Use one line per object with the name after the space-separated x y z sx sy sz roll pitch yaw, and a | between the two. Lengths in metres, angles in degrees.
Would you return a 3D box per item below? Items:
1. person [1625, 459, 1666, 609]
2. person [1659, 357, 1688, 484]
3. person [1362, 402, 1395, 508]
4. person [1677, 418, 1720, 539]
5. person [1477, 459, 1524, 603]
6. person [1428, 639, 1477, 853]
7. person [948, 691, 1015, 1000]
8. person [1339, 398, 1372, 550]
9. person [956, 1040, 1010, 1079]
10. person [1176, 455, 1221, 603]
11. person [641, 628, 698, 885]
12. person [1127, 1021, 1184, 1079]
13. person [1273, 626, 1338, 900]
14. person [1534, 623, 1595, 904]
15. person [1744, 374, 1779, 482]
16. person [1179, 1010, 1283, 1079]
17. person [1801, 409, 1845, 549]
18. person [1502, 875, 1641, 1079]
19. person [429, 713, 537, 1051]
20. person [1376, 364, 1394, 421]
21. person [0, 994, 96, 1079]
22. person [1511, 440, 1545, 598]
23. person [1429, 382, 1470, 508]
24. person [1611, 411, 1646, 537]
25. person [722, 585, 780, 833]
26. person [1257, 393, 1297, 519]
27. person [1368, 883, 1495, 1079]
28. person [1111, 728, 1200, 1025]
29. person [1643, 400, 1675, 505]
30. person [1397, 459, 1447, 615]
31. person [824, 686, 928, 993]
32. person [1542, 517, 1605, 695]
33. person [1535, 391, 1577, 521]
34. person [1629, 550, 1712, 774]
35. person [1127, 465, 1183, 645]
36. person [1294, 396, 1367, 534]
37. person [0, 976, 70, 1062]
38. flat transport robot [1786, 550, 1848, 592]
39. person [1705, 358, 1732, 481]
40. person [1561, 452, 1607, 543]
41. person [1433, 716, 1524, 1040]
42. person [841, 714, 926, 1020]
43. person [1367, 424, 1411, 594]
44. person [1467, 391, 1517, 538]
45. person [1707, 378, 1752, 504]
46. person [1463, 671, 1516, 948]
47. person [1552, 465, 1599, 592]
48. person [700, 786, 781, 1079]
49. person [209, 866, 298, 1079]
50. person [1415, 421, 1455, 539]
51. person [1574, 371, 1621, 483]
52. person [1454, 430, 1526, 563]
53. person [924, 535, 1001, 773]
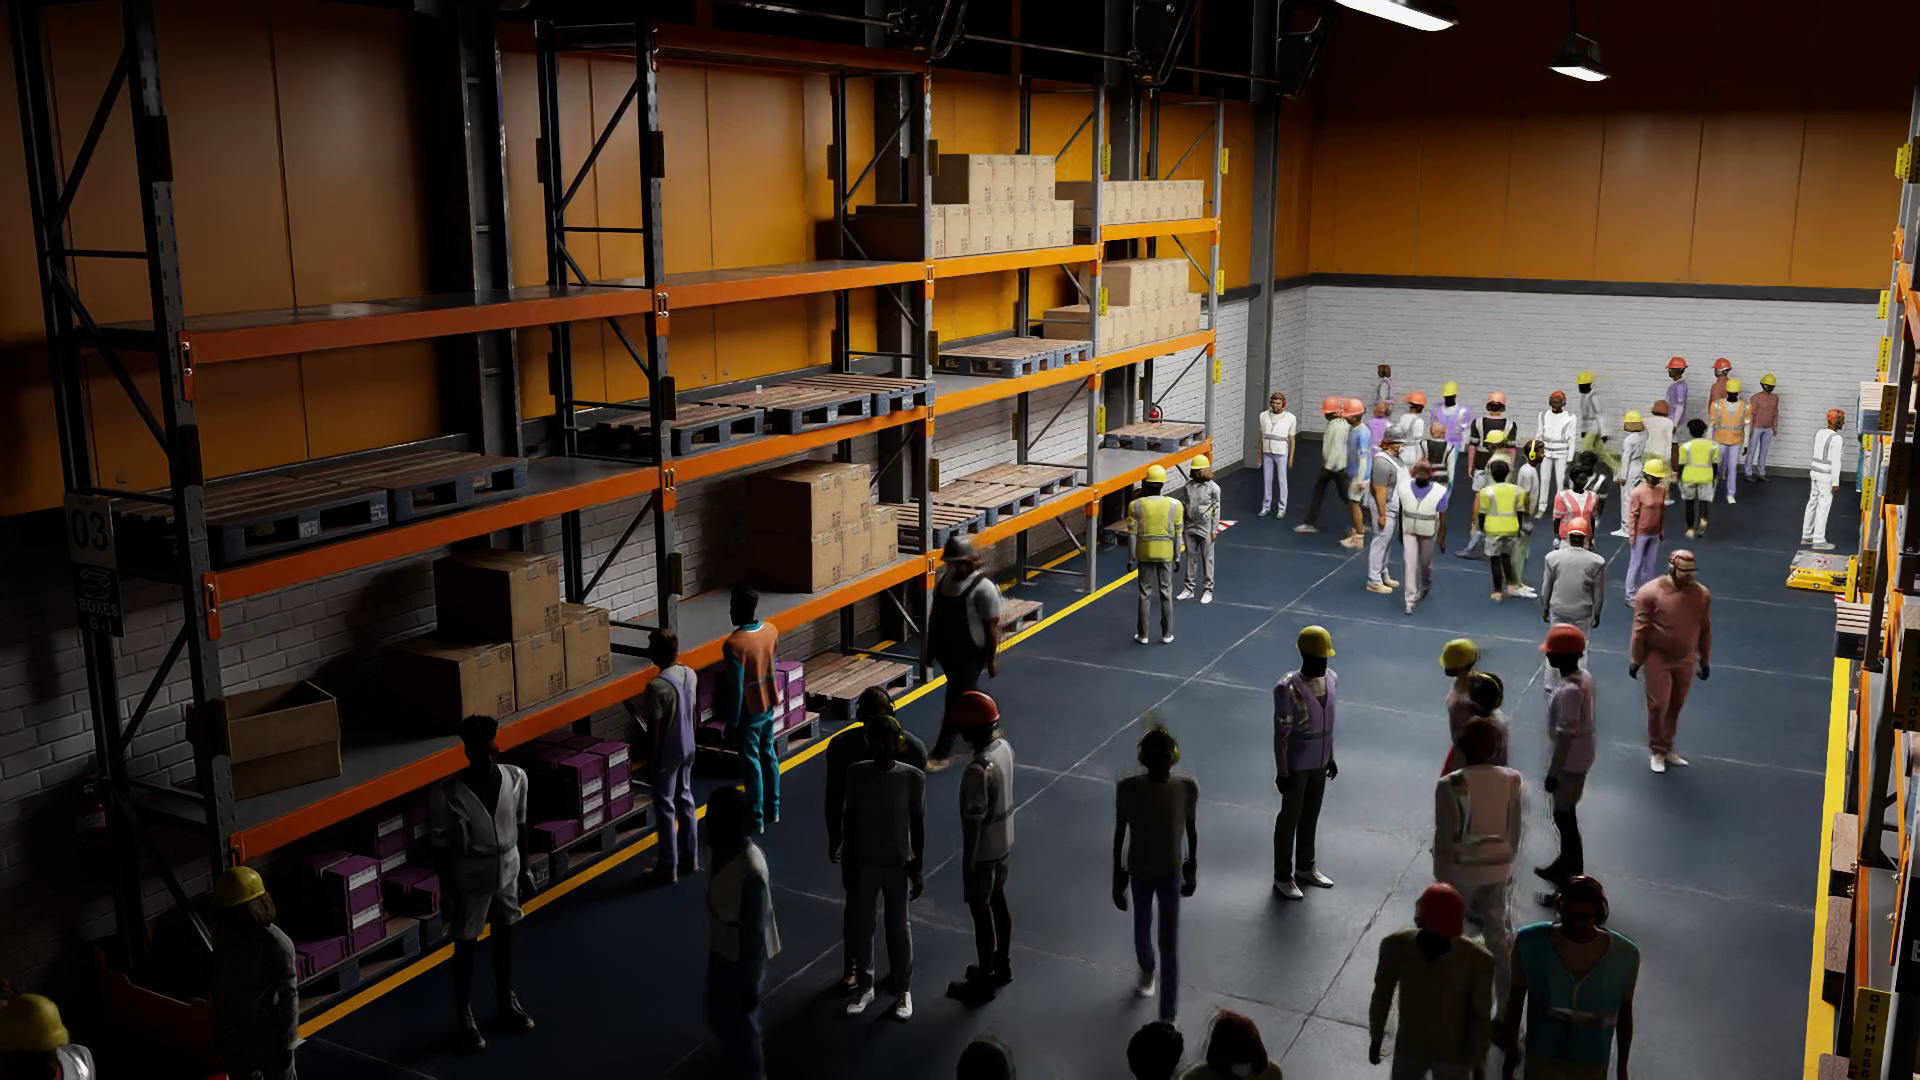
7.871 -0.066 19.060 0.527 1.752 0.338 -6 14 -25 | person
11.435 -1.918 26.687 0.377 2.045 0.605 4 13 17 | person
6.208 -1.235 24.577 0.367 1.621 0.545 -12 17 -42 | person
10.016 -0.817 22.588 0.546 1.667 0.480 3 13 13 | person
6.292 -0.102 19.394 0.533 1.676 0.405 -2 13 -10 | person
3.664 1.528 11.969 0.591 1.725 0.540 1 13 3 | person
0.125 1.845 10.107 0.385 1.929 0.543 5 14 23 | person
5.237 -0.883 22.105 0.447 2.028 0.696 0 13 1 | person
0.120 2.737 6.443 0.501 1.792 1.005 3 13 15 | person
2.779 -0.133 19.374 0.493 1.743 0.297 9 16 36 | person
-2.054 1.520 11.783 0.357 1.835 0.516 6 14 26 | person
0.764 2.728 6.672 0.536 1.696 0.318 5 14 23 | person
2.416 1.521 11.555 0.594 1.925 0.368 -10 16 -37 | person
4.221 1.518 11.554 0.487 1.938 0.760 7 14 28 | person
12.951 -1.804 26.820 0.524 1.763 0.339 -3 13 -13 | person
1.074 2.669 7.157 0.534 1.599 0.669 -5 13 -20 | person
11.523 -0.817 22.153 0.355 1.876 0.574 0 13 -1 | person
2.835 2.408 7.773 0.567 1.841 0.377 3 13 15 | person
-2.736 1.938 9.598 0.607 1.966 0.374 -12 17 -42 | person
7.441 -2.264 29.181 0.319 1.631 0.514 5 13 20 | person
-3.663 2.662 6.681 0.403 1.825 0.592 6 14 25 | person
6.722 -0.266 19.683 0.333 1.873 0.520 4 13 17 | person
7.262 -1.415 24.759 0.583 1.906 0.490 7 14 27 | person
9.217 -0.913 22.893 0.486 1.738 0.320 -10 16 -38 | person
-1.579 1.285 12.631 0.398 1.920 0.590 6 14 27 | person
4.583 -1.229 24.081 0.560 1.836 0.394 9 15 34 | person
2.261 2.420 7.996 0.610 1.719 0.481 7 14 29 | person
1.147 1.971 9.798 0.506 1.809 1.006 2 13 7 | person
10.464 -1.294 24.868 0.735 1.598 0.518 -10 16 -37 | person
5.316 -0.093 19.134 0.585 1.785 0.980 5 14 23 | person
-0.512 1.823 10.178 0.631 1.940 0.372 0 13 -1 | person
5.855 0.642 15.904 0.566 1.744 0.350 7 14 29 | person
8.549 -1.215 23.920 0.576 1.880 0.352 11 16 39 | person
5.979 1.005 13.945 0.670 1.892 0.445 -1 13 -6 | person
2.059 0.160 17.647 0.585 1.928 0.378 0 13 1 | person
5.202 -1.029 22.967 0.976 1.937 0.606 -3 13 -12 | person
-3.887 2.623 6.800 0.563 1.847 0.392 -10 16 -39 | person
10.592 0.372 20.439 0.652 0.197 1.431 7 15 30 | flat transport robot
12.287 -1.951 26.946 0.612 1.994 0.395 -10 16 -38 | person
7.521 -0.269 20.203 0.577 1.633 0.874 6 14 27 | person
3.036 1.959 9.805 0.621 1.831 1.014 -2 13 -9 | person
-0.458 1.927 9.855 0.512 1.877 0.328 2 13 9 | person
5.152 -0.388 19.846 0.536 2.000 0.683 7 14 27 | person
7.241 -1.010 22.671 0.611 2.030 0.410 4 13 17 | person
11.586 -1.496 25.093 0.587 1.918 0.398 4 13 16 | person
3.463 1.713 10.902 0.426 1.842 0.663 3 13 13 | person
7.002 -0.019 18.967 0.535 1.699 0.318 -2 13 -7 | person
-1.164 2.179 8.722 0.417 1.905 0.616 -6 14 -26 | person
-3.415 2.398 8.045 0.485 1.744 0.294 4 13 18 | person
6.465 -0.812 22.672 0.537 1.624 0.408 3 13 13 | person
10.155 -1.777 26.482 0.995 1.871 0.627 1 13 5 | person
6.885 -0.559 21.332 0.906 1.724 0.553 10 16 38 | person
0.017 0.884 14.150 1.034 2.000 0.696 -11 16 -39 | person
